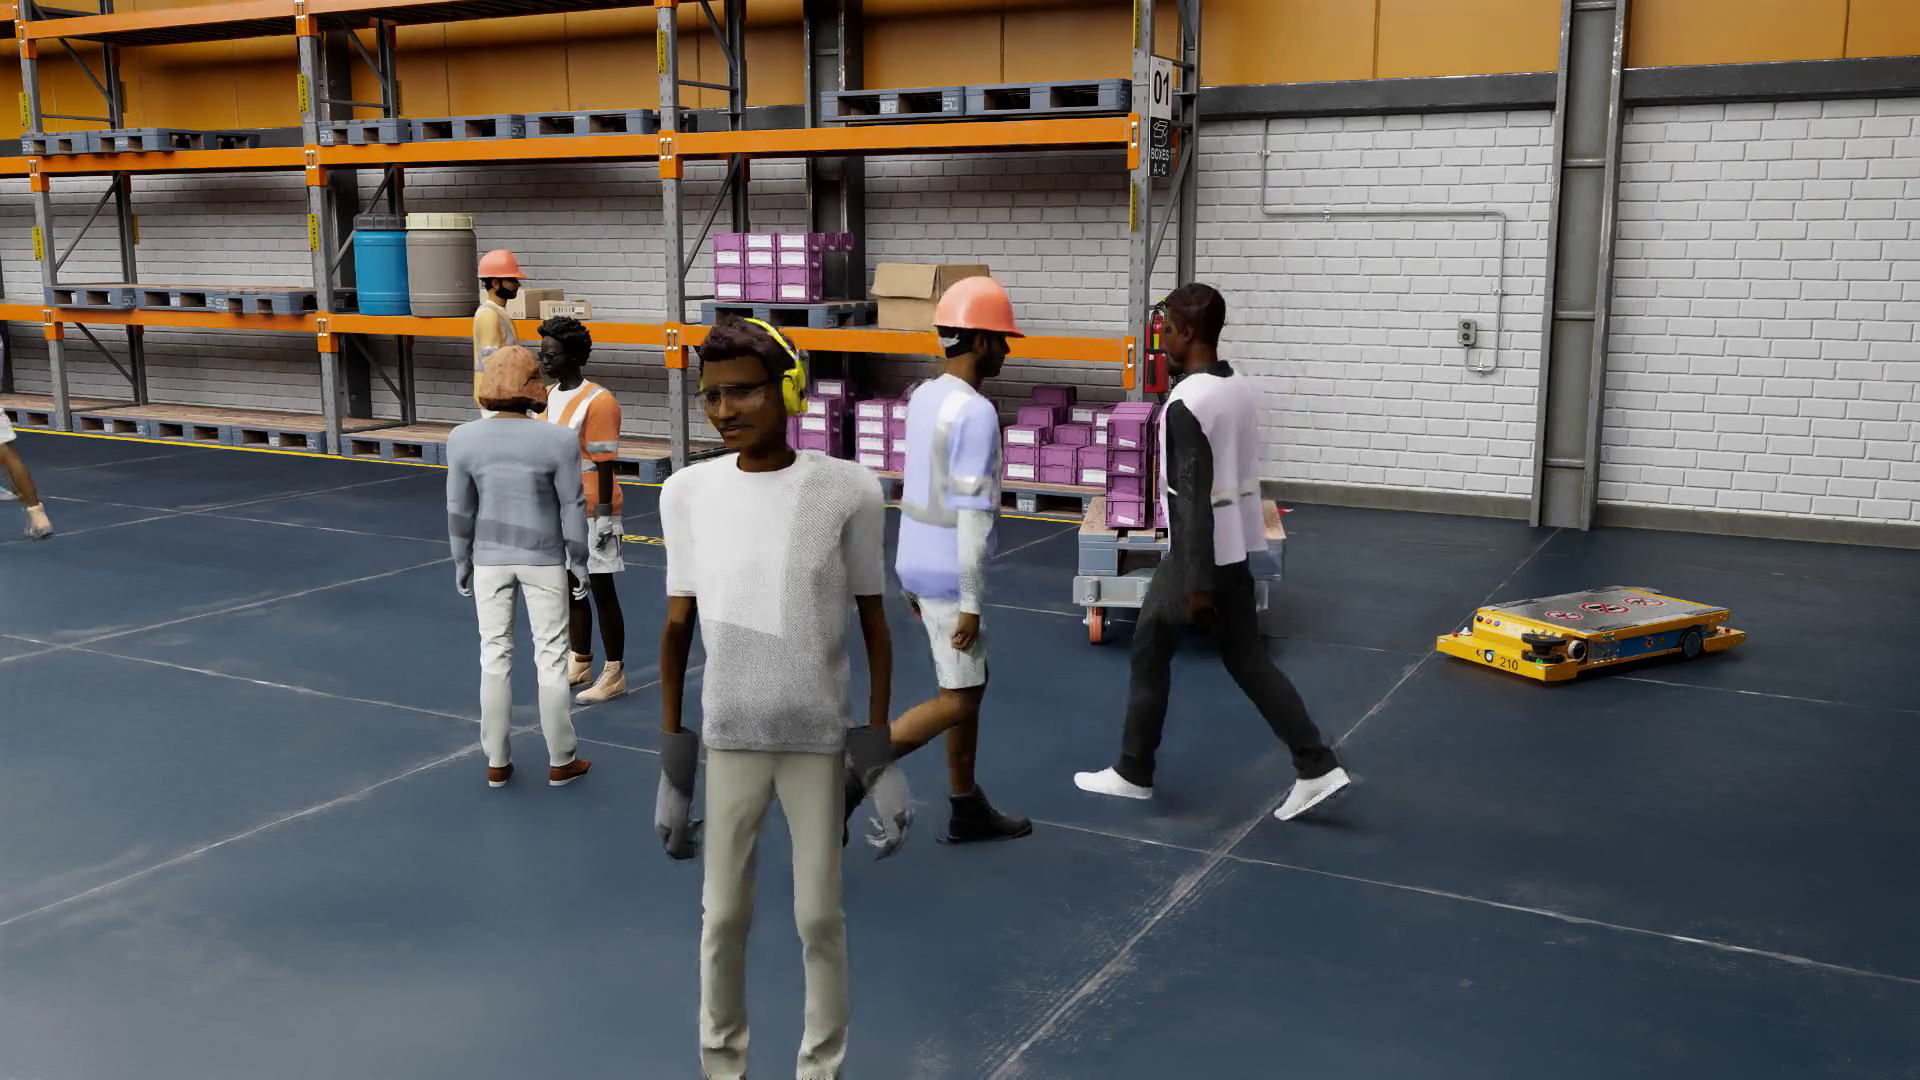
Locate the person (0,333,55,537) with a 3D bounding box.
[{"bbox_3d":[-6.579,-0.950,10.958,0.814,1.992,0.588,-10,14,-43],"label":"person"}]

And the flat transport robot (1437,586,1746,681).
[{"bbox_3d":[3.069,0.432,8.056,1.431,0.197,0.652,-6,12,-30],"label":"flat transport robot"}]

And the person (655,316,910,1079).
[{"bbox_3d":[-0.390,0.457,3.599,0.568,1.856,0.349,1,10,5],"label":"person"}]

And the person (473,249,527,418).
[{"bbox_3d":[-2.952,-0.896,10.765,0.361,1.940,0.543,-2,11,-12],"label":"person"}]

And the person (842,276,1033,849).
[{"bbox_3d":[-0.123,0.115,5.350,0.754,1.907,0.560,-4,11,-20],"label":"person"}]

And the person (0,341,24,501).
[{"bbox_3d":[-7.511,-1.210,12.754,0.390,1.840,0.563,-7,13,-35],"label":"person"}]

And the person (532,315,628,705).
[{"bbox_3d":[-1.668,-0.129,7.249,0.530,1.689,0.321,8,13,38],"label":"person"}]

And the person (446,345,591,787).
[{"bbox_3d":[-1.613,0.103,6.123,0.509,1.631,0.268,0,10,0],"label":"person"}]

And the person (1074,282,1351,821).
[{"bbox_3d":[0.916,0.046,5.799,0.971,1.876,0.585,7,12,32],"label":"person"}]
